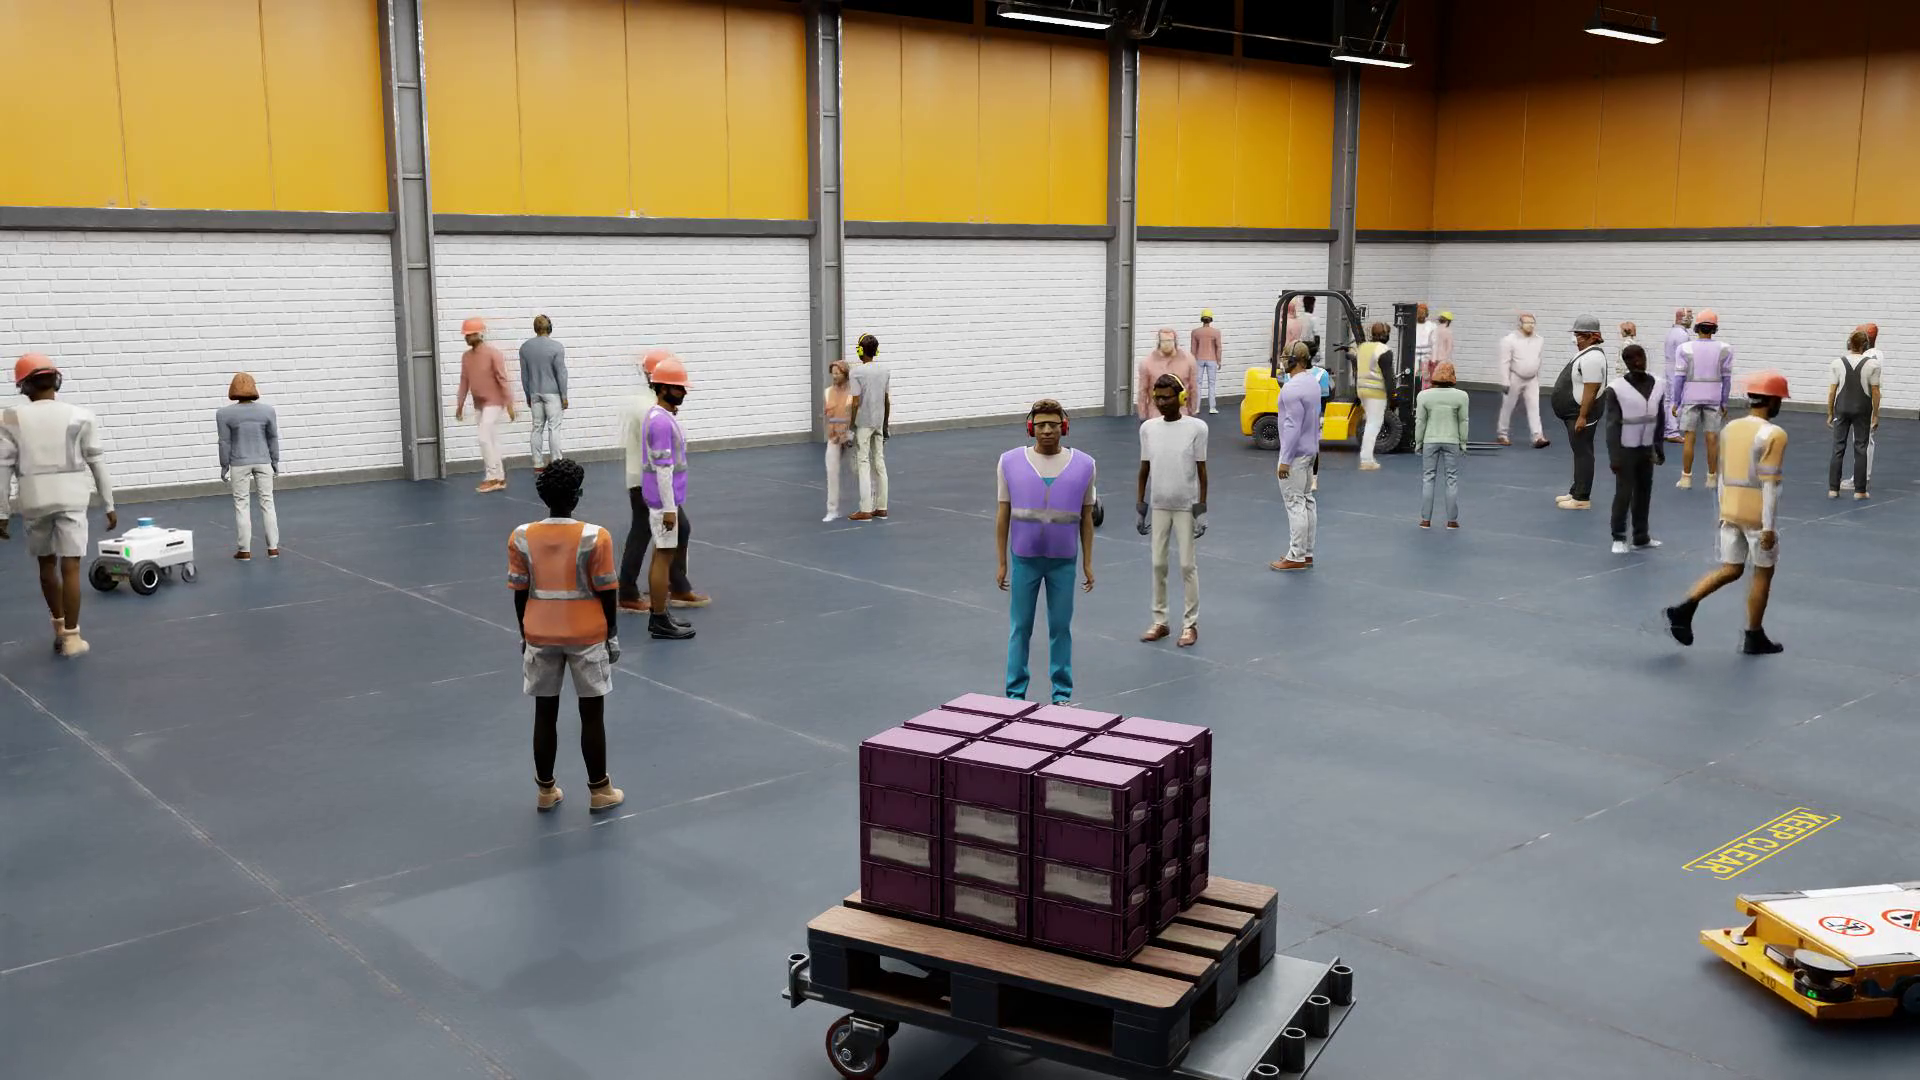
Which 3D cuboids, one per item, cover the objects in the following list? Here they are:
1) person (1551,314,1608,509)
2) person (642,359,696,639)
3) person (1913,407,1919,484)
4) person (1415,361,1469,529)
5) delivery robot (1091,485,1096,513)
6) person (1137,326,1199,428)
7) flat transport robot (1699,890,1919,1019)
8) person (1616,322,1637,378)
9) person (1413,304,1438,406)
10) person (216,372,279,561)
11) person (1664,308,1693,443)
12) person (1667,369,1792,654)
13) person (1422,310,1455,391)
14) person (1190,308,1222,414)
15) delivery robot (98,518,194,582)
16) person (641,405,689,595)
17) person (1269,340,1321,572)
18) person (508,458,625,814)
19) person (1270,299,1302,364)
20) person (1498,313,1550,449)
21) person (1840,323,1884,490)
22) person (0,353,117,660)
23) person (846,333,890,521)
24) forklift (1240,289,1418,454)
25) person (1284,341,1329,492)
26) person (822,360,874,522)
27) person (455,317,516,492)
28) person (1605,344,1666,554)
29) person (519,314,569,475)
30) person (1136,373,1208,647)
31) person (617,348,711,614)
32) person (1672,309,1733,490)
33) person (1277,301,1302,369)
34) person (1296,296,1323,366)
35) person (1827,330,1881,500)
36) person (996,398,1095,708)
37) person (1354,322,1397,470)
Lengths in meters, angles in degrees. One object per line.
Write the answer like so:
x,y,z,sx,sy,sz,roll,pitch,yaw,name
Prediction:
6.476,-1.348,17.433,0.538,2.000,0.683,3,10,17,person
-2.011,-0.286,11.521,0.373,1.933,0.550,-2,10,-12,person
11.261,-1.519,19.017,0.429,1.841,0.635,-5,11,-27,person
4.651,-0.915,16.084,0.499,1.634,0.280,3,10,17,person
1.090,-0.480,16.419,0.477,0.478,0.707,-2,10,-12,delivery robot
2.276,-1.412,18.257,0.688,1.883,0.477,0,10,2,person
3.554,1.473,6.088,1.431,0.197,0.652,-2,10,-11,flat transport robot
10.155,-2.501,25.359,0.307,1.639,0.513,6,11,30,person
7.806,-3.094,28.307,0.576,1.838,0.998,1,10,8,person
-6.175,-0.637,14.460,0.500,1.633,0.283,-7,12,-35,person
10.205,-2.331,23.584,0.407,1.904,0.655,1,10,8,person
5.116,-0.171,10.955,0.728,1.913,0.546,-2,10,-14,person
8.099,-3.041,28.275,0.652,1.734,0.528,-7,12,-36,person
4.117,-2.987,27.822,0.533,1.772,0.299,3,10,19,person
-6.457,0.069,13.207,0.477,0.478,0.707,3,10,20,delivery robot
-2.339,-0.379,13.035,0.310,1.613,0.587,4,11,23,person
2.817,-0.698,13.925,0.354,1.937,0.635,5,11,28,person
-1.853,0.460,7.856,0.532,1.696,0.319,1,10,7,person
5.627,-3.204,28.714,0.468,1.902,0.615,-8,13,-40,person
7.750,-2.182,22.870,0.676,1.850,1.004,-2,10,-11,person
10.207,-1.505,18.804,0.356,1.886,0.574,8,12,39,person
-5.975,-0.232,11.013,0.691,1.993,0.718,-4,10,-20,person
-0.919,-1.122,16.610,0.530,1.871,0.323,-9,13,-42,person
5.034,-2.339,22.783,2.313,2.155,1.214,3,10,16,forklift
3.866,-1.391,18.688,0.533,1.698,0.318,5,11,26,person
-1.126,-1.014,16.745,0.518,1.617,0.731,5,11,27,person
-5.333,-1.502,18.562,0.698,1.962,0.702,7,12,35,person
6.043,-0.808,14.802,0.813,1.870,0.369,-4,11,-24,person
-4.989,-1.743,20.045,0.628,1.940,0.373,3,10,20,person
1.439,-0.204,11.296,0.527,1.856,0.343,5,11,28,person
-2.172,-0.423,12.229,0.818,1.956,0.651,0,10,-2,person
8.351,-1.577,18.762,0.609,2.044,0.395,2,10,13,person
5.312,-2.934,27.108,0.410,1.909,0.642,5,11,28,person
6.169,-3.369,29.492,0.407,1.953,0.642,-7,12,-35,person
9.681,-1.350,18.034,0.505,1.840,0.344,7,12,37,person
0.482,0.114,9.436,0.563,1.848,0.390,0,10,-3,person
5.159,-1.782,20.596,0.530,1.827,0.628,-3,10,-17,person
